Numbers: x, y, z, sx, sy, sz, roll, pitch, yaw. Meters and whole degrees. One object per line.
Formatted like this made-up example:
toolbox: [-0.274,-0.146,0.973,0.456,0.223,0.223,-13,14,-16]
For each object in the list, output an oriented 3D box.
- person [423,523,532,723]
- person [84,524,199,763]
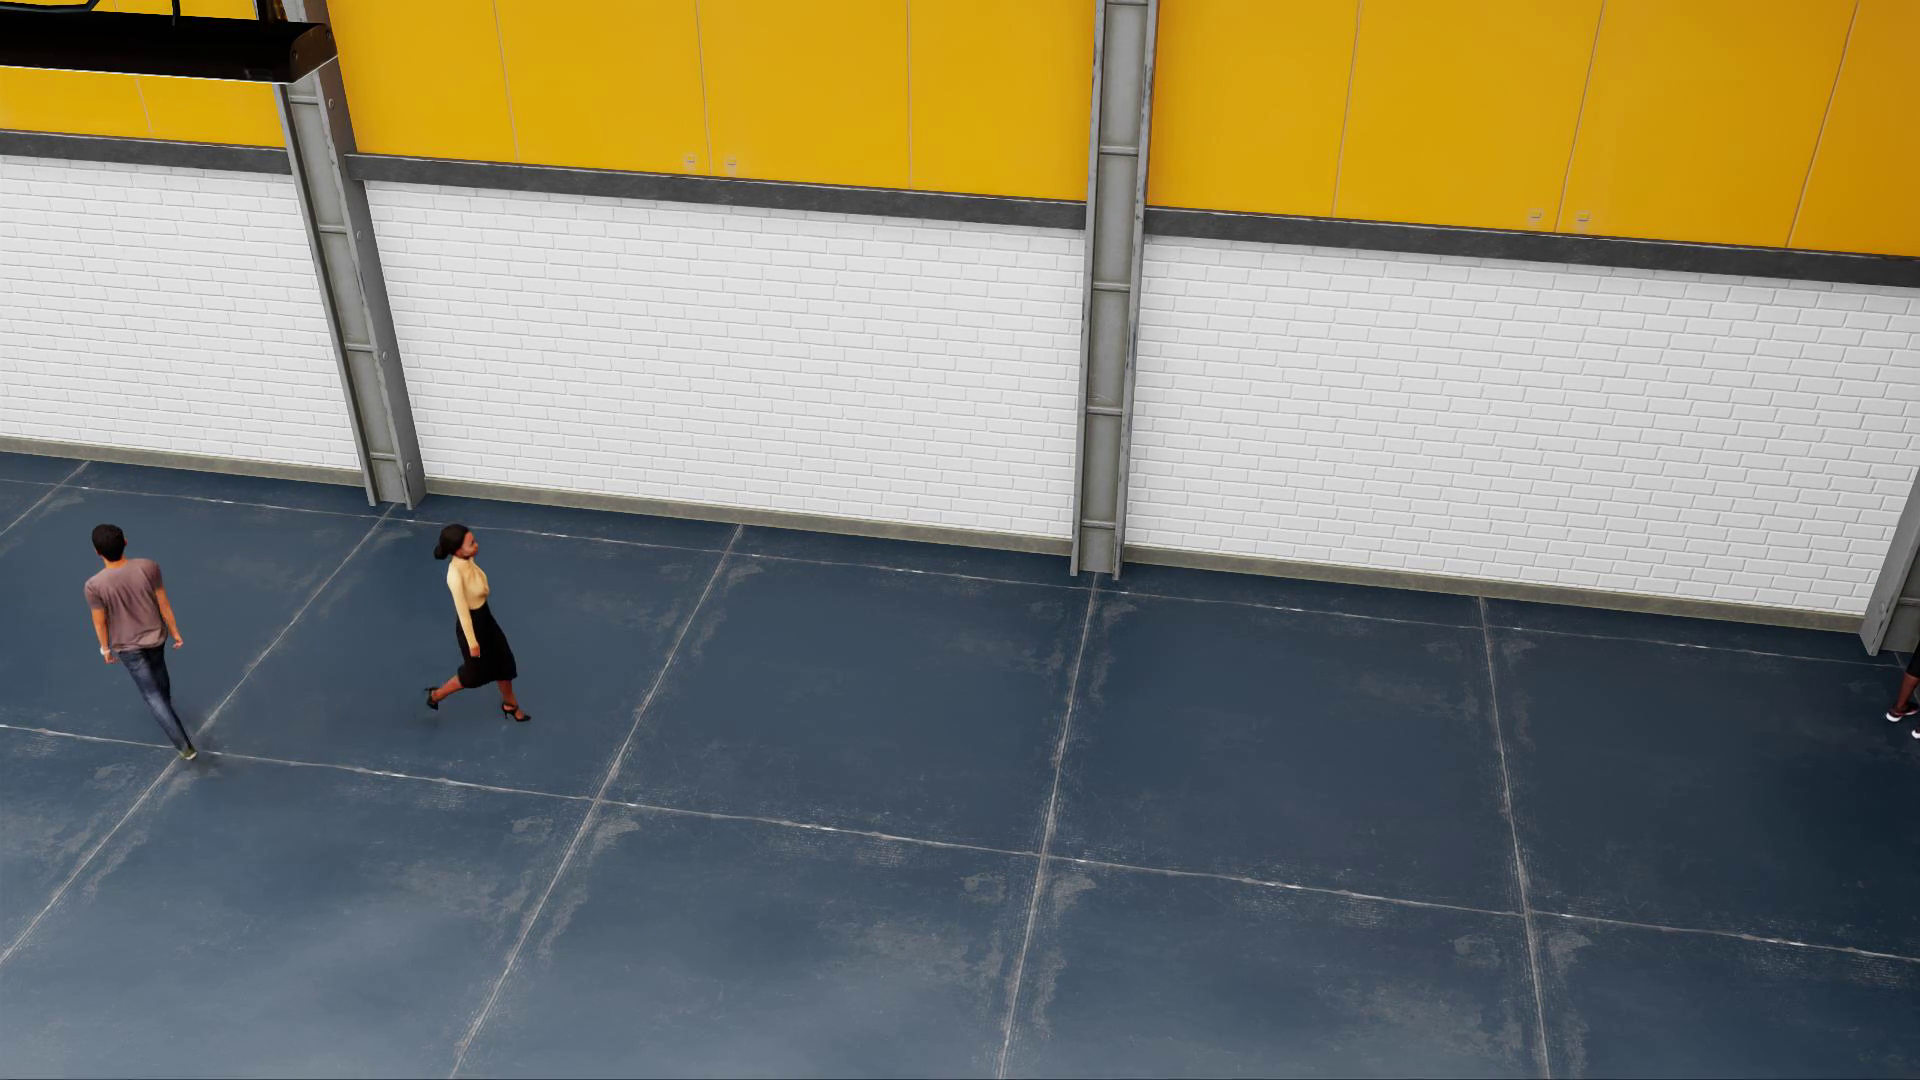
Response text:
person: [-3.351,0.625,11.285,0.972,1.632,0.660,0,34,0]
person: [-5.411,0.714,11.056,1.073,1.738,1.225,-28,42,-35]
